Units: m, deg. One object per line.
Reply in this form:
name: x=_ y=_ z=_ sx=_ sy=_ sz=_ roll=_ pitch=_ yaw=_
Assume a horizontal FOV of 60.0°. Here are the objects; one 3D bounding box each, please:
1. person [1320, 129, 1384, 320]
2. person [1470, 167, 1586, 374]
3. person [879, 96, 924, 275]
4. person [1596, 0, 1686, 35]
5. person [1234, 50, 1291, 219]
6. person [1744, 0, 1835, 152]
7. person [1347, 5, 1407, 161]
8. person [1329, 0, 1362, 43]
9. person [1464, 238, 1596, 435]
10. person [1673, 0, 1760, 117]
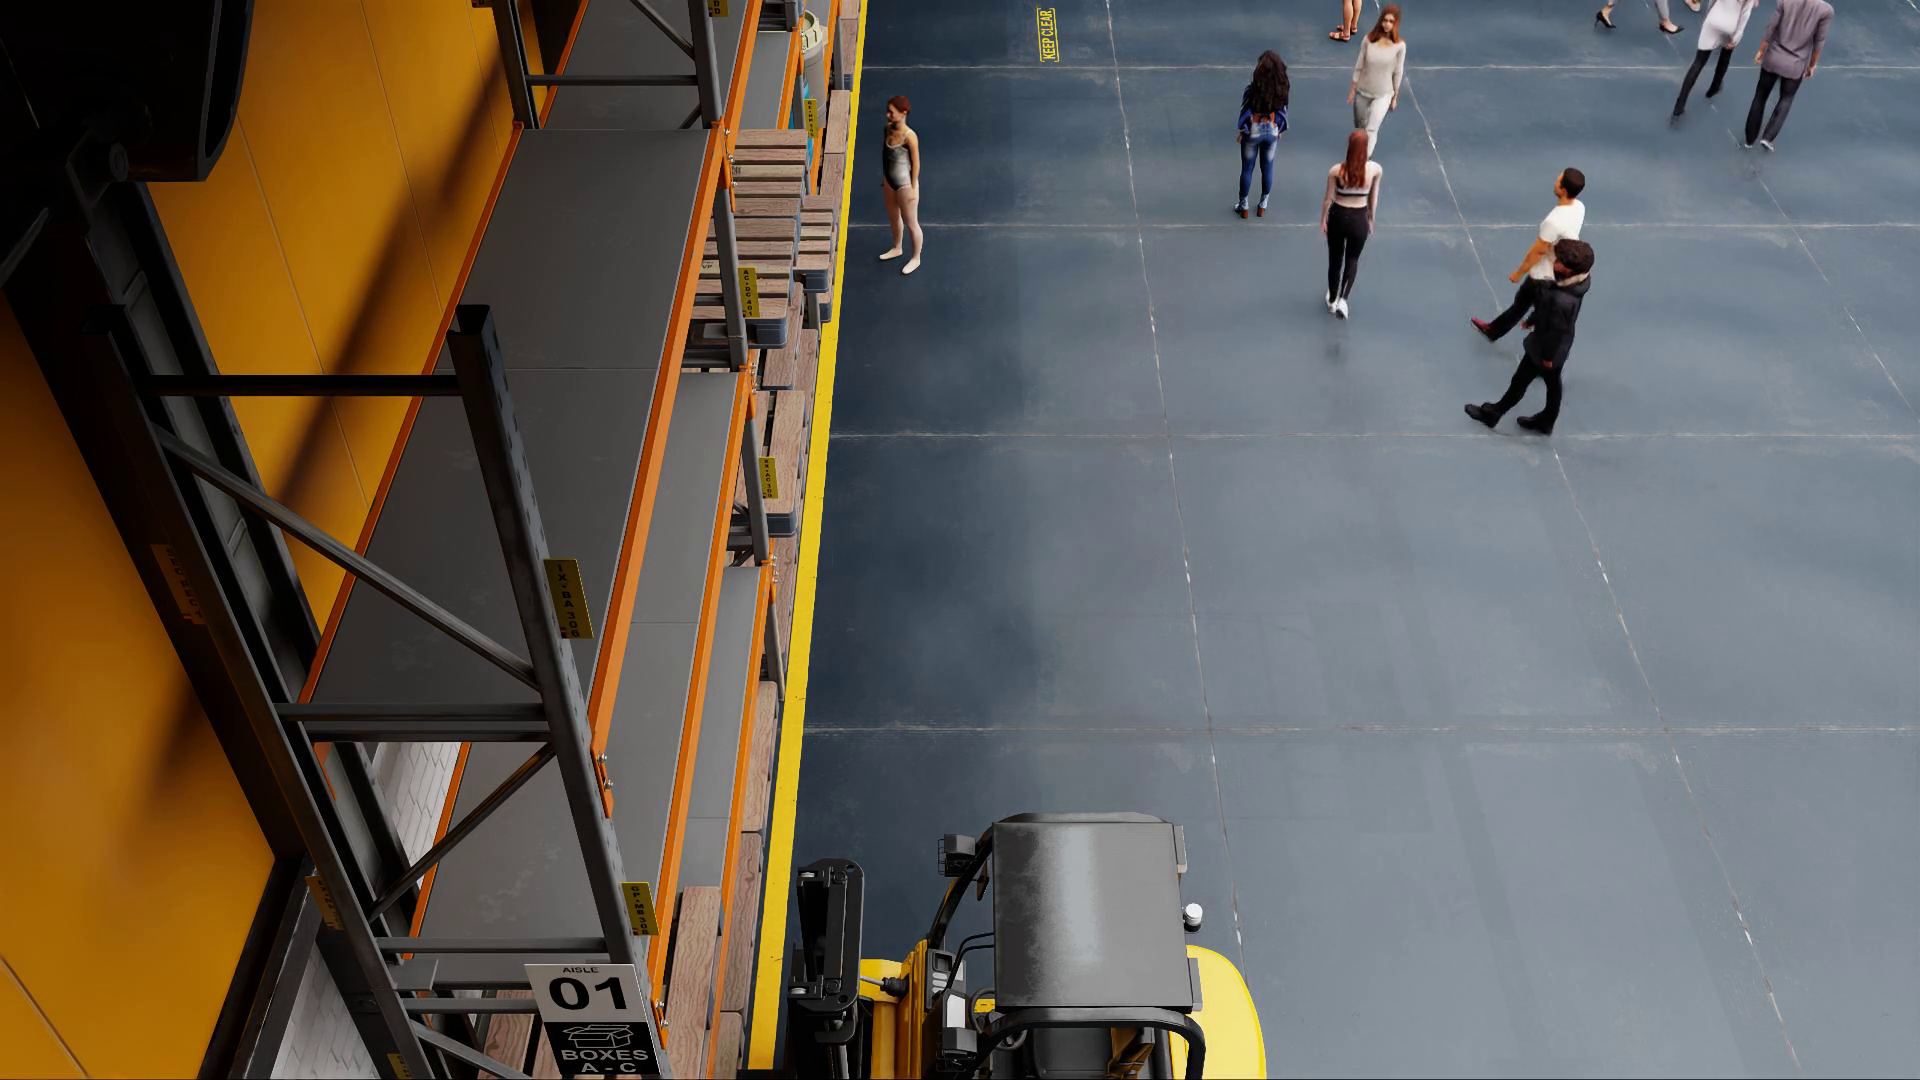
person: x=3.186 y=-2.531 z=13.641 sx=0.652 sy=1.734 sz=0.863 roll=4 pitch=44 yaw=5
person: x=4.732 y=-2.061 z=13.128 sx=1.080 sy=1.762 sz=1.115 roll=25 pitch=49 yaw=24
person: x=-0.503 y=-3.062 z=14.264 sx=0.667 sy=1.643 sz=0.603 roll=-34 pitch=53 yaw=-30
person: x=7.164 y=-6.076 z=17.450 sx=0.862 sy=1.613 sz=1.132 roll=10 pitch=45 yaw=11
person: x=2.691 y=-3.634 z=14.878 sx=0.616 sy=1.625 sz=0.562 roll=-3 pitch=44 yaw=-3
person: x=7.731 y=-4.467 z=15.601 sx=0.846 sy=1.834 sz=0.889 roll=21 pitch=47 yaw=21
person: x=3.842 y=-4.164 z=15.394 sx=0.915 sy=1.680 sz=1.122 roll=20 pitch=47 yaw=20
person: x=4.149 y=-6.025 z=17.412 sx=0.725 sy=1.591 sz=0.654 roll=30 pitch=51 yaw=27
person: x=4.526 y=-1.482 z=12.531 sx=0.965 sy=1.747 sz=0.973 roll=22 pitch=48 yaw=22
person: x=7.364 y=-4.934 z=16.147 sx=1.162 sy=1.756 sz=1.280 roll=31 pitch=52 yaw=28
